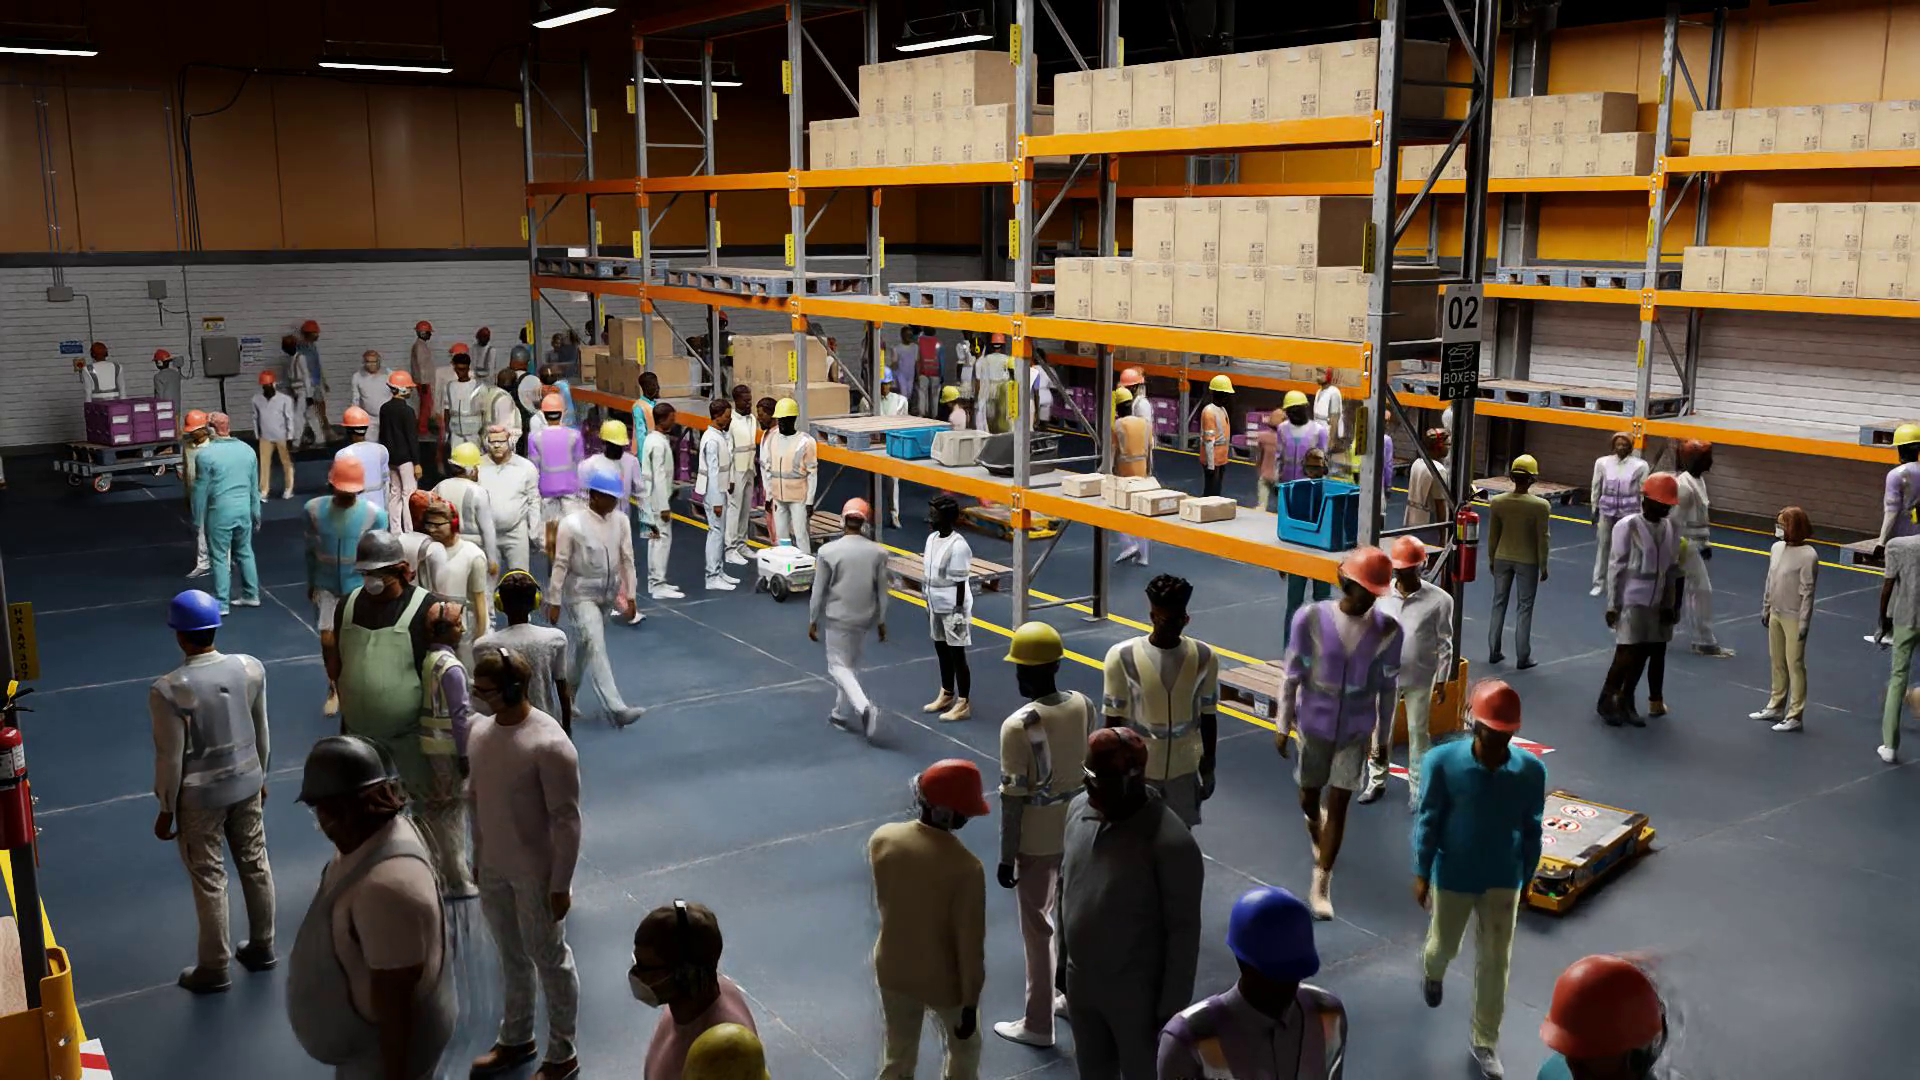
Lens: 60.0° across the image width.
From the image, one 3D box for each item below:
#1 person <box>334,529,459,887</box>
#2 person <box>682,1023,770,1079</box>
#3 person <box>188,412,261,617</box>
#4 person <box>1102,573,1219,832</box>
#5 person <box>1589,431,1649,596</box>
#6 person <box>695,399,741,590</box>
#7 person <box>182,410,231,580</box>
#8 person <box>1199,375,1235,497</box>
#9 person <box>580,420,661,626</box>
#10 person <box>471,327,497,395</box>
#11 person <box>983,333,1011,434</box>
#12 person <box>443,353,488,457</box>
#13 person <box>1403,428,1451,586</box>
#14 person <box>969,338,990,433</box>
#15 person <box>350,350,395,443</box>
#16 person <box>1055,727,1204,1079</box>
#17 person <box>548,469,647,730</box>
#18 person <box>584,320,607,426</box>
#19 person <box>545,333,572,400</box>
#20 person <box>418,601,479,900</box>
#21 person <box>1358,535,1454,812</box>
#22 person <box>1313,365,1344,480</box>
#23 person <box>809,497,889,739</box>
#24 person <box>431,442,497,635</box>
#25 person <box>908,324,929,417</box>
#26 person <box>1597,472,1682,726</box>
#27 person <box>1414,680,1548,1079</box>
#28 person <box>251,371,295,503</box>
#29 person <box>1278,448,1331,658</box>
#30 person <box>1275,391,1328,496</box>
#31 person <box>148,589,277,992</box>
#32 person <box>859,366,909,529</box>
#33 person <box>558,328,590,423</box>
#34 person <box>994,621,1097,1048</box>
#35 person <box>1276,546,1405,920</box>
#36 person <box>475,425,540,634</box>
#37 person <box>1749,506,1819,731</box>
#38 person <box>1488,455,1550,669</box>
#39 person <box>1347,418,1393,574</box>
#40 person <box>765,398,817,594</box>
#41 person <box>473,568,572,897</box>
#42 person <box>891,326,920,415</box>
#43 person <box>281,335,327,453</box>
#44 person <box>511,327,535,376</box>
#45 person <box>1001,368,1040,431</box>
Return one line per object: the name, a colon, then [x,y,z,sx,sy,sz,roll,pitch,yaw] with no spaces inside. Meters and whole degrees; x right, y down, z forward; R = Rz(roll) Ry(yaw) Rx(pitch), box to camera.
person: [-3.094,0.943,9.027,0.681,2.000,0.536,2,11,9]
person: [-0.598,2.043,4.197,0.490,1.730,0.324,3,11,15]
person: [-6.844,-0.248,15.487,0.394,1.902,0.682,4,12,21]
person: [1.008,1.119,8.352,0.607,1.958,0.373,-2,11,-8]
person: [6.406,-0.254,16.193,0.522,1.637,0.311,5,12,26]
person: [-2.418,-0.451,16.518,0.410,1.908,0.598,-1,11,-3]
person: [-7.714,-0.462,16.976,0.561,1.743,0.335,4,12,19]
person: [2.894,-0.899,18.745,0.373,1.923,0.595,4,12,21]
person: [-3.093,-0.159,15.096,0.985,1.860,0.621,10,15,40]
person: [-8.040,-2.657,27.976,0.663,1.837,0.644,7,13,30]
person: [0.564,-2.217,25.495,0.543,1.929,0.387,3,11,14]
person: [-6.319,-1.412,21.270,0.603,1.966,0.368,1,11,7]
person: [4.151,-0.077,14.743,0.382,1.845,0.571,-2,11,-10]
person: [0.285,-2.142,25.289,0.334,1.860,0.509,3,11,14]
person: [-8.007,-1.670,22.807,0.670,1.886,0.418,-3,11,-14]
person: [0.562,1.595,6.040,0.401,1.904,0.646,-9,14,-38]
person: [-2.643,0.423,12.106,1.017,1.871,0.649,9,14,37]
person: [-6.234,-2.821,28.576,0.368,1.933,0.627,-3,11,-14]
person: [-6.427,-2.411,26.717,0.513,1.838,0.344,3,12,17]
person: [-2.801,1.138,9.067,0.312,1.636,0.520,-9,14,-39]
person: [2.761,0.826,10.366,0.569,1.747,0.340,6,13,29]
person: [4.613,-1.306,21.051,0.451,1.834,0.593,-1,11,-7]
person: [-0.761,0.561,11.838,0.594,1.703,0.692,-7,13,-32]
person: [-4.101,0.099,13.890,0.602,1.828,0.403,6,12,26]
person: [-0.794,-3.162,30.594,0.635,1.830,0.429,10,15,42]
person: [4.939,0.438,12.005,0.552,1.906,0.490,-4,12,-20]
person: [2.276,1.424,7.341,0.562,1.729,0.654,1,11,6]
person: [-8.911,-1.339,21.552,0.590,1.700,0.884,0,11,0]
person: [2.858,0.157,13.548,0.515,1.843,0.326,2,11,8]
person: [3.631,-0.653,17.633,0.612,1.880,0.853,8,14,37]
person: [-3.579,1.194,7.977,0.389,1.949,0.604,6,13,29]
person: [-0.894,-1.085,19.642,0.606,1.947,0.406,-2,11,-10]
person: [-6.110,-2.420,26.539,0.632,1.924,0.499,7,13,33]
person: [0.367,1.309,7.481,0.409,1.918,0.585,10,15,40]
person: [2.033,0.974,8.978,0.649,2.000,0.780,2,11,9]
person: [-3.973,-0.051,14.454,0.639,1.911,0.406,-2,11,-12]
person: [5.986,0.563,12.037,0.277,1.630,0.506,-1,11,-7]
person: [4.592,0.176,13.683,0.524,1.761,0.339,11,15,44]
person: [4.221,-0.492,17.359,0.540,1.651,0.847,-7,13,-33]
person: [-1.679,-0.438,16.382,0.585,1.929,0.370,6,13,29]
person: [-2.304,1.071,8.822,0.510,1.867,0.329,-5,12,-25]
person: [-0.994,-2.820,28.884,0.531,1.819,0.862,-7,13,-30]
person: [-10.405,-2.298,26.173,0.825,1.842,0.632,-9,14,-39]
person: [-7.230,-2.637,27.851,0.517,1.843,0.325,-2,11,-11]
person: [0.859,-1.809,23.678,0.562,1.827,0.417,3,11,14]
